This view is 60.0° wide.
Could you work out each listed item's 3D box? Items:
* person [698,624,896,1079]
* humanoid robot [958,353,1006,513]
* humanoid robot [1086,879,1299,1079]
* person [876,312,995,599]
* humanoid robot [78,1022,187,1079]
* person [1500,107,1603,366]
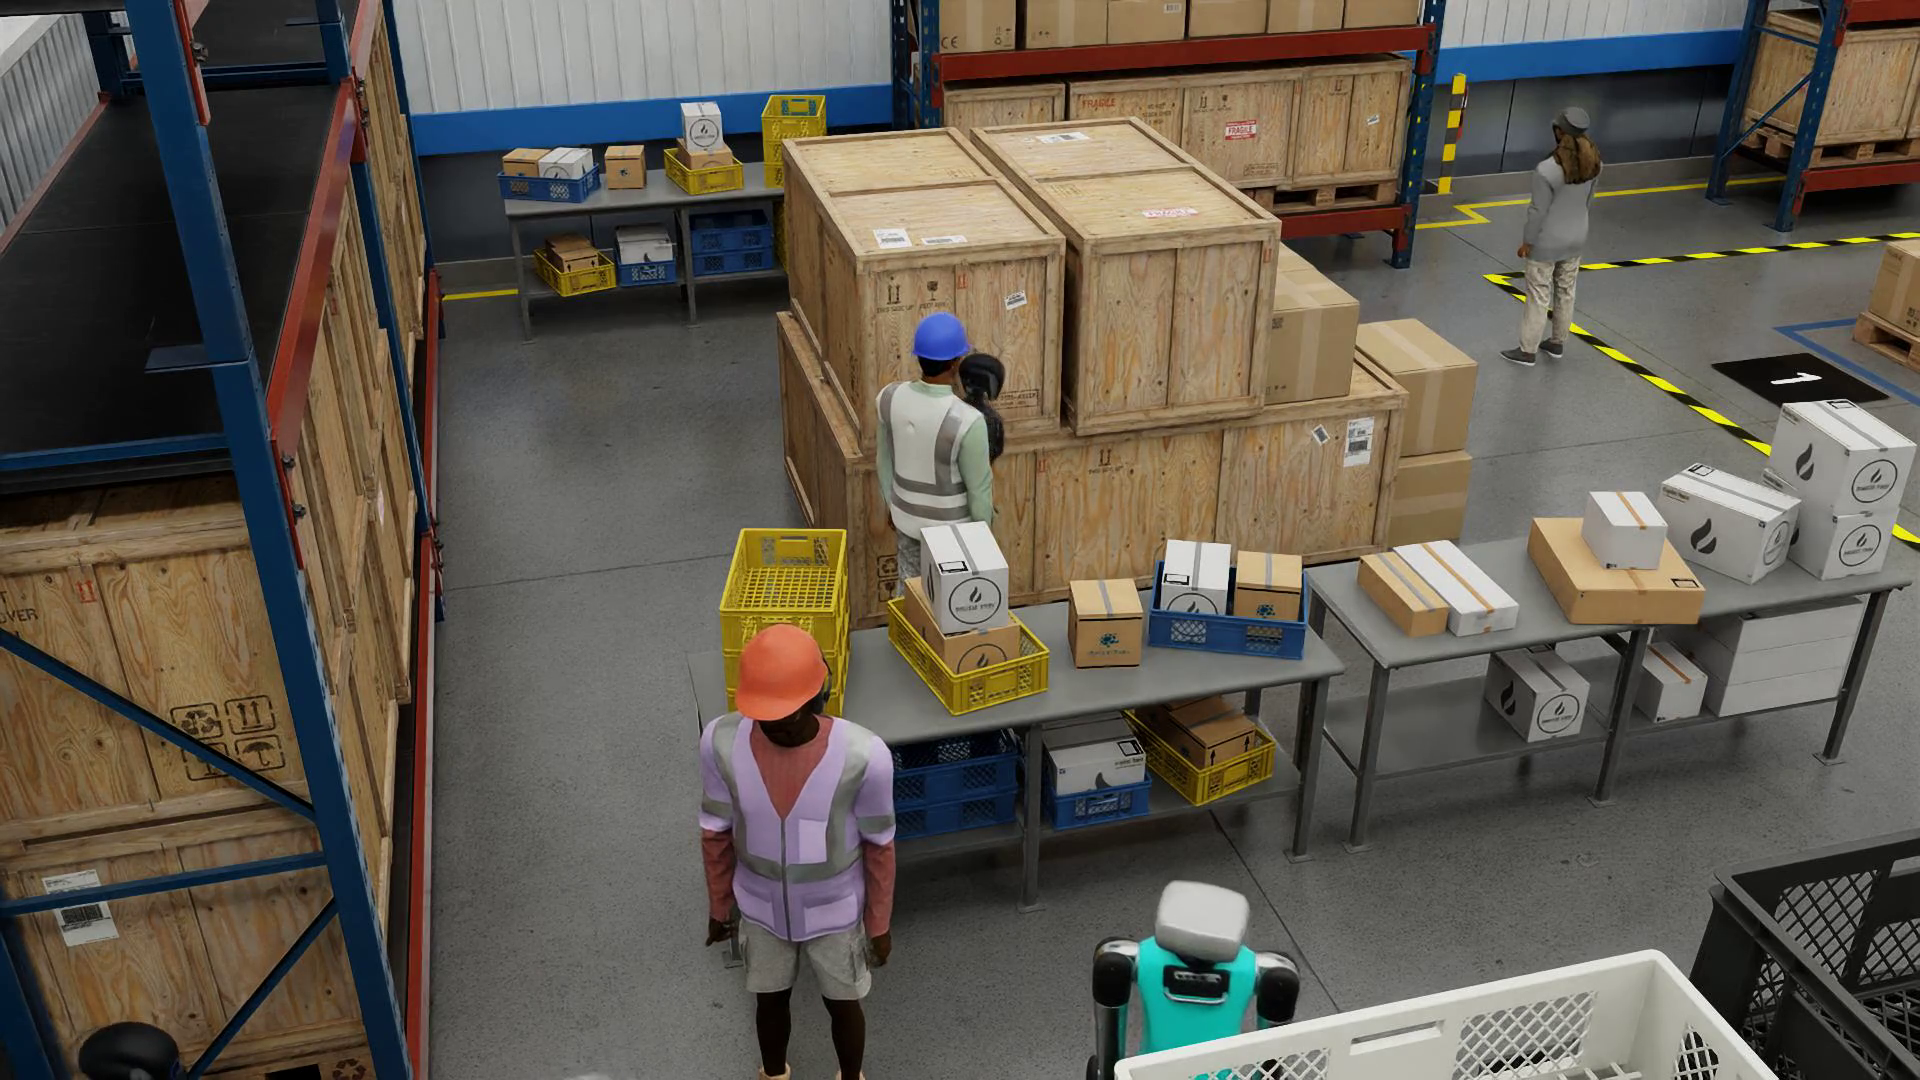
[{"bbox_3d":[-0.509,1.152,5.192,0.619,2.039,0.390,4,29,8],"label":"person"},{"bbox_3d":[0.016,-0.127,7.897,0.469,1.635,0.588,-2,29,-4],"label":"humanoid robot"},{"bbox_3d":[0.571,1.784,4.328,0.532,1.744,0.781,4,29,6],"label":"humanoid robot"},{"bbox_3d":[-0.096,-0.104,7.567,0.616,1.943,0.397,21,35,33],"label":"person"},{"bbox_3d":[-2.028,1.892,4.230,0.412,1.647,0.584,-4,29,-7],"label":"humanoid robot"},{"bbox_3d":[4.038,-2.045,11.272,0.561,1.769,0.394,-14,32,-24],"label":"person"}]
